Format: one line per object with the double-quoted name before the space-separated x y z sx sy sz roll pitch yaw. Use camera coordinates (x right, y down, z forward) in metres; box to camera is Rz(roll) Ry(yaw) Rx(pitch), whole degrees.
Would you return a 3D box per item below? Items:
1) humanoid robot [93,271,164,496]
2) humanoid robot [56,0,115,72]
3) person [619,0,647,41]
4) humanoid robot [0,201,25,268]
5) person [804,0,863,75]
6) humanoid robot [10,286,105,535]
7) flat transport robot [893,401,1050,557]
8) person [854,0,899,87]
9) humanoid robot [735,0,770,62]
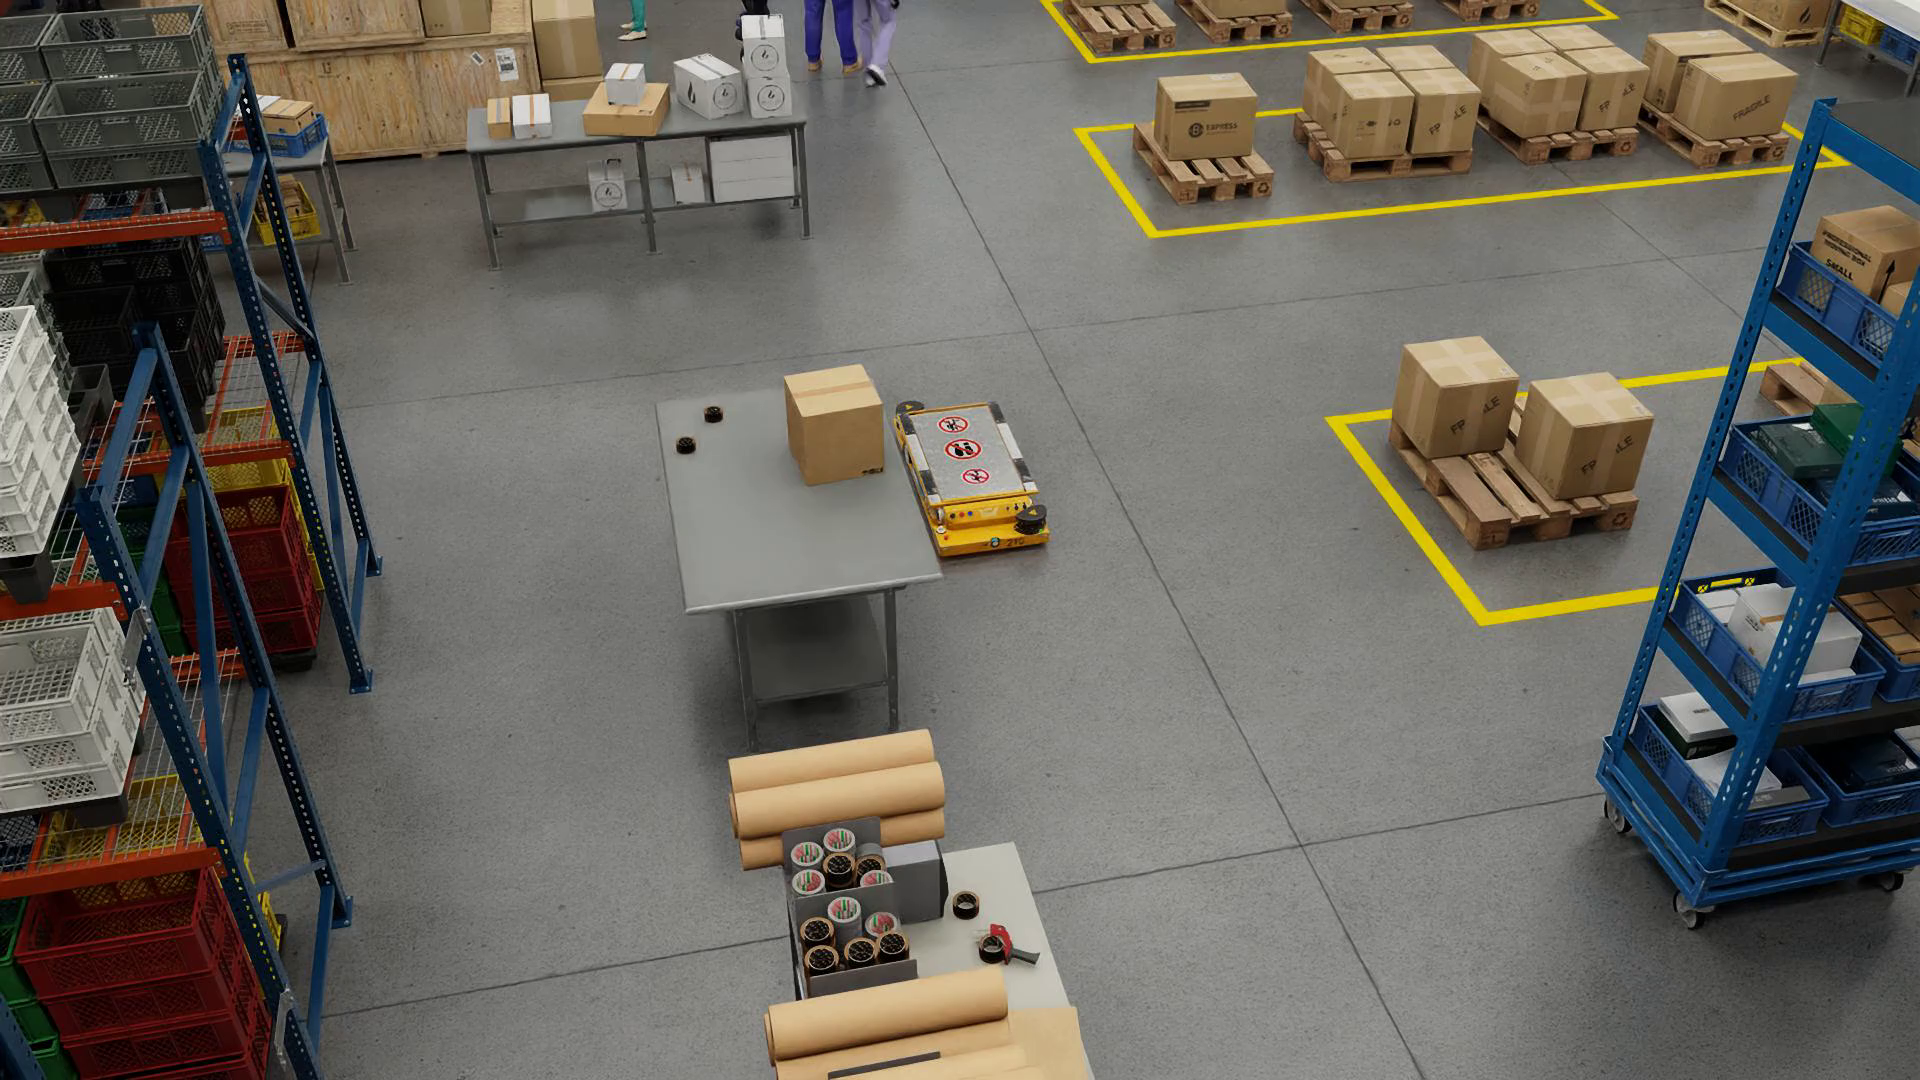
"humanoid robot" -4.642 -0.758 9.392 0.565 1.651 0.349 -14 39 -17
"humanoid robot" -7.232 -4.062 13.832 0.333 1.649 0.576 4 37 6
"person" -3.238 -5.712 15.976 0.310 1.768 0.528 -3 37 -4
"humanoid robot" -6.141 -1.668 10.629 0.486 1.644 0.591 -16 40 -21
"person" -1.202 -5.295 15.187 0.688 2.000 0.539 8 37 10
"humanoid robot" -5.074 -0.734 9.357 0.338 1.651 0.582 -20 41 -25
"flat transport robot" 0.046 -0.430 10.108 0.652 0.197 1.431 -8 37 -10
"person" -0.806 -4.972 14.864 0.590 1.905 0.464 9 38 12
"humanoid robot" -1.728 -4.233 14.062 0.329 1.651 0.578 3 37 5
